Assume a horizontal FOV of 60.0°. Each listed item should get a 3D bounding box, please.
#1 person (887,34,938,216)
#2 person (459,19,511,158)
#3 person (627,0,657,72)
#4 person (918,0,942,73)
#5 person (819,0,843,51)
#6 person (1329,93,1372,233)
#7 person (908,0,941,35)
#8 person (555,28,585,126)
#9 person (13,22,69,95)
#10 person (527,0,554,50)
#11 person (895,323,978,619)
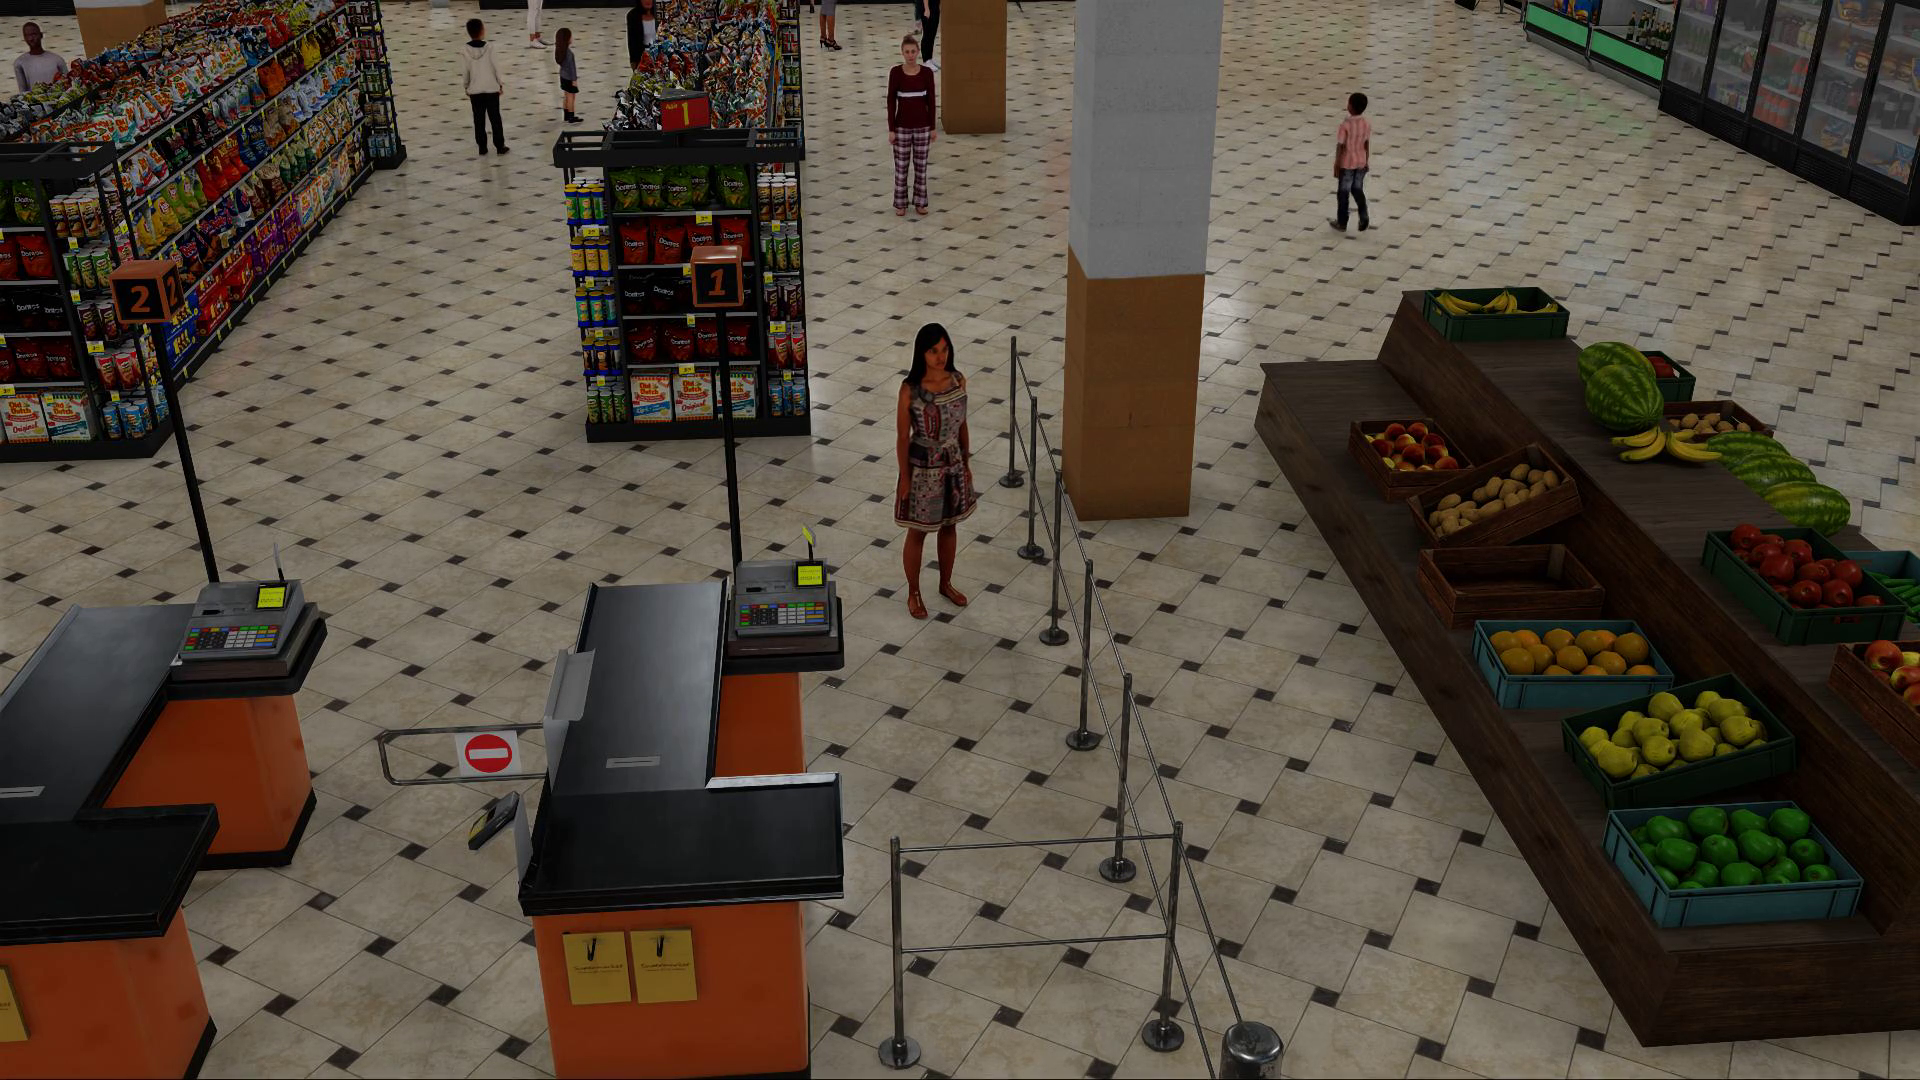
[{"bbox_3d":[-0.462,-3.986,16.016,0.642,1.699,0.528,-5,27,-10],"label":"person"},{"bbox_3d":[-5.204,-4.929,18.152,0.577,1.450,0.511,-1,27,-3],"label":"person"},{"bbox_3d":[-3.610,-5.606,19.304,0.764,1.615,0.787,-17,32,-31],"label":"person"},{"bbox_3d":[-0.393,-7.152,22.326,0.762,1.639,0.659,10,29,19],"label":"person"},{"bbox_3d":[-1.882,-7.910,23.664,0.718,1.781,0.591,-14,30,-26],"label":"person"},{"bbox_3d":[3.688,-3.491,15.481,0.601,1.300,0.760,-8,28,-16],"label":"person"},{"bbox_3d":[-0.516,-8.303,24.780,0.839,1.472,0.903,21,33,35],"label":"person"},{"bbox_3d":[-4.626,-5.479,19.616,0.585,1.106,0.484,-15,30,-27],"label":"person"},{"bbox_3d":[-8.874,-4.147,16.253,0.687,1.772,0.655,-12,29,-22],"label":"person"},{"bbox_3d":[-6.109,-7.946,23.820,0.713,1.703,0.537,4,27,7],"label":"person"},{"bbox_3d":[-0.137,-0.387,8.979,0.723,1.645,0.692,-15,31,-28],"label":"person"}]
